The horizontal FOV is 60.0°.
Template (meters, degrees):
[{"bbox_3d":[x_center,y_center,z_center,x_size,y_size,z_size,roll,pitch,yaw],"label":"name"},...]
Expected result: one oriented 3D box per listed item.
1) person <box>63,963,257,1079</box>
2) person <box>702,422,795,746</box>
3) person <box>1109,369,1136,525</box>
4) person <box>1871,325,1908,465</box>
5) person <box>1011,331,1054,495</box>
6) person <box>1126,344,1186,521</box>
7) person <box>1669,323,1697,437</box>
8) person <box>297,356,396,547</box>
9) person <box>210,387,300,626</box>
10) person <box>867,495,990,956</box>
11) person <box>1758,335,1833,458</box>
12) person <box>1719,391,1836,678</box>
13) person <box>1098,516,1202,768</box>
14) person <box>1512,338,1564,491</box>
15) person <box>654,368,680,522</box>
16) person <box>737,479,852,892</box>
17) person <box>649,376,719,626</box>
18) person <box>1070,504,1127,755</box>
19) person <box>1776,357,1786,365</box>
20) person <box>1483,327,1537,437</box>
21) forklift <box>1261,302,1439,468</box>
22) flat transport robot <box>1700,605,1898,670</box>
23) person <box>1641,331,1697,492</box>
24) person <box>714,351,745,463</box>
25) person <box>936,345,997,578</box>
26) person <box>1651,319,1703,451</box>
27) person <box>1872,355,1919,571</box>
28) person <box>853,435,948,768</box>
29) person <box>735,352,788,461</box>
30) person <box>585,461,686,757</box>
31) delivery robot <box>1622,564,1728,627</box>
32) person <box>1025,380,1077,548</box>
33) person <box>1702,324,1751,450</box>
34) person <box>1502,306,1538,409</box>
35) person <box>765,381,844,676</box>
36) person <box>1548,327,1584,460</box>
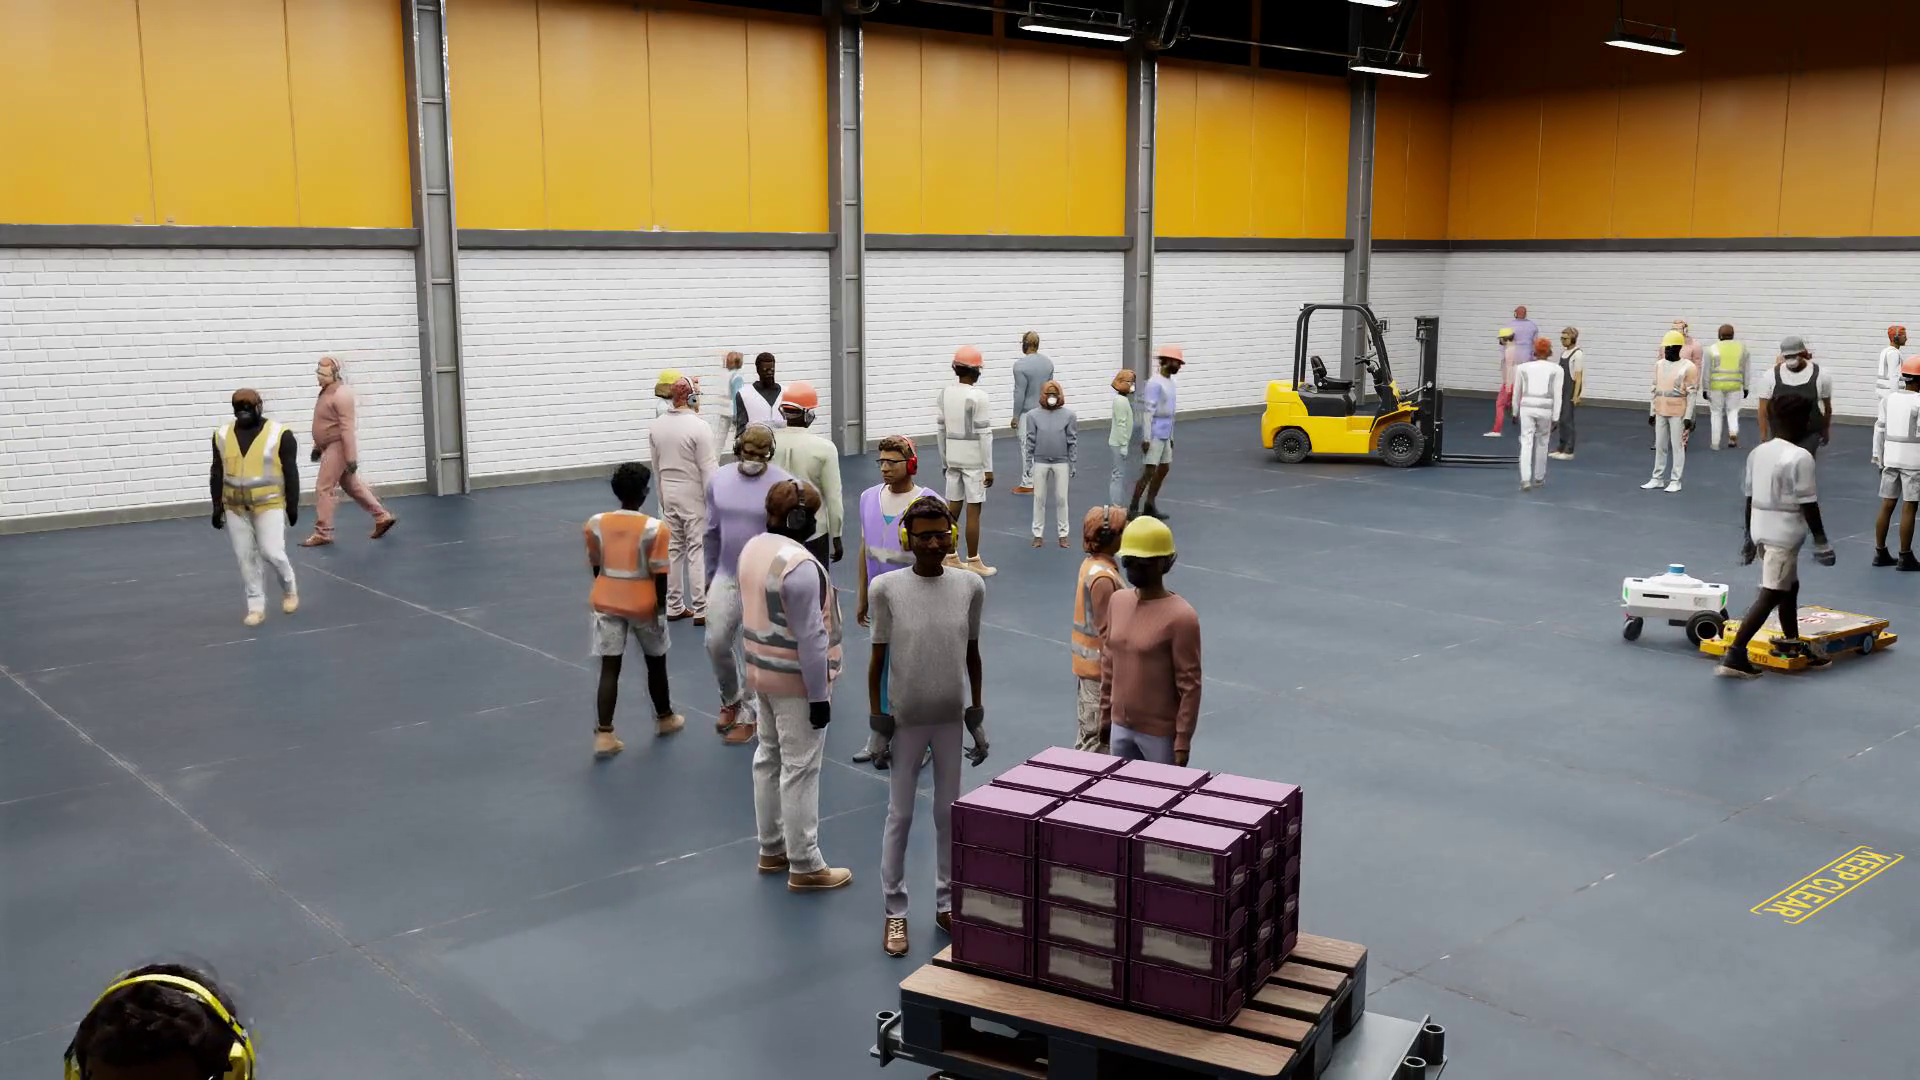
[{"bbox_3d":[-1.079,1.510,2.325,0.562,1.837,0.845,-2,10,-12],"label":"person"},{"bbox_3d":[-1.192,0.256,9.524,0.660,1.895,0.412,3,10,19],"label":"person"},{"bbox_3d":[1.704,-0.975,17.483,0.282,1.633,0.498,1,10,4],"label":"person"},{"bbox_3d":[12.555,-1.944,22.432,0.356,1.883,0.574,3,10,16],"label":"person"},{"bbox_3d":[0.836,-1.495,19.640,0.373,1.940,0.629,9,13,43],"label":"person"},{"bbox_3d":[2.099,-1.123,17.630,0.515,1.898,0.637,6,11,30],"label":"person"},{"bbox_3d":[11.268,-2.507,25.982,0.677,1.799,0.635,-8,13,-39],"label":"person"},{"bbox_3d":[-6.028,-0.881,16.288,0.907,1.865,0.658,-5,11,-27],"label":"person"},{"bbox_3d":[-5.391,-0.260,12.741,0.631,1.824,0.465,0,10,0],"label":"person"},{"bbox_3d":[-0.128,0.747,6.742,0.513,1.862,0.328,-3,10,-18],"label":"person"},{"bbox_3d":[8.811,-1.201,17.618,0.696,2.000,0.871,7,12,34],"label":"person"},{"bbox_3d":[5.509,-0.032,11.113,0.869,1.930,0.608,0,10,0],"label":"person"},{"bbox_3d":[0.755,0.774,6.853,0.313,1.768,0.533,-7,12,-36],"label":"person"},{"bbox_3d":[6.961,-1.517,20.100,0.588,1.843,1.003,5,11,25],"label":"person"},{"bbox_3d":[-2.785,-0.787,16.059,0.293,1.745,0.486,0,10,-3],"label":"person"},{"bbox_3d":[-0.740,0.640,7.434,0.429,1.840,0.624,-6,11,-32],"label":"person"},{"bbox_3d":[-2.062,-0.298,12.721,0.643,1.909,0.410,7,12,36],"label":"person"},{"bbox_3d":[0.684,0.644,7.987,0.309,1.641,0.513,0,10,-3],"label":"person"},{"bbox_3d":[9.903,-1.402,19.976,0.312,1.636,0.518,5,11,26],"label":"person"},{"bbox_3d":[8.611,-2.439,25.793,0.783,1.728,0.560,5,11,25],"label":"person"},{"bbox_3d":[5.320,-2.157,22.763,2.313,2.155,1.214,3,10,16],"label":"forklift"},{"bbox_3d":[5.974,0.673,11.819,1.431,0.197,0.652,-7,12,-34],"label":"flat transport robot"},{"bbox_3d":[8.499,-1.534,19.898,0.382,1.928,0.587,-5,11,-26],"label":"person"},{"bbox_3d":[-2.868,-1.629,21.435,0.895,1.588,0.514,-6,12,-33],"label":"person"},{"bbox_3d":[0.075,-0.684,14.585,0.377,2.041,0.615,-9,13,-43],"label":"person"},{"bbox_3d":[10.334,-2.227,24.018,0.403,1.906,0.651,-9,13,-42],"label":"person"},{"bbox_3d":[8.505,-0.690,14.927,0.357,1.936,0.551,-4,10,-20],"label":"person"},{"bbox_3d":[-0.318,0.337,9.177,0.563,1.847,0.390,6,11,31],"label":"person"},{"bbox_3d":[-1.845,-0.819,15.737,0.594,1.917,0.373,-6,12,-33],"label":"person"},{"bbox_3d":[-1.873,0.377,9.497,0.539,1.658,0.783,2,10,11],"label":"person"},{"bbox_3d":[5.239,0.420,12.196,0.707,0.478,0.477,4,11,24],"label":"delivery robot"},{"bbox_3d":[0.878,-0.731,16.081,0.502,1.626,0.279,1,10,5],"label":"person"},{"bbox_3d":[11.091,-2.207,24.101,0.660,1.835,0.509,2,10,10],"label":"person"},{"bbox_3d":[10.295,-3.360,30.655,0.652,1.904,0.402,0,10,-3],"label":"person"},{"bbox_3d":[-1.058,-0.056,11.043,0.622,1.994,0.381,3,10,17],"label":"person"},{"bbox_3d":[8.410,-2.030,23.066,0.383,1.841,0.526,-1,10,-4],"label":"person"}]
